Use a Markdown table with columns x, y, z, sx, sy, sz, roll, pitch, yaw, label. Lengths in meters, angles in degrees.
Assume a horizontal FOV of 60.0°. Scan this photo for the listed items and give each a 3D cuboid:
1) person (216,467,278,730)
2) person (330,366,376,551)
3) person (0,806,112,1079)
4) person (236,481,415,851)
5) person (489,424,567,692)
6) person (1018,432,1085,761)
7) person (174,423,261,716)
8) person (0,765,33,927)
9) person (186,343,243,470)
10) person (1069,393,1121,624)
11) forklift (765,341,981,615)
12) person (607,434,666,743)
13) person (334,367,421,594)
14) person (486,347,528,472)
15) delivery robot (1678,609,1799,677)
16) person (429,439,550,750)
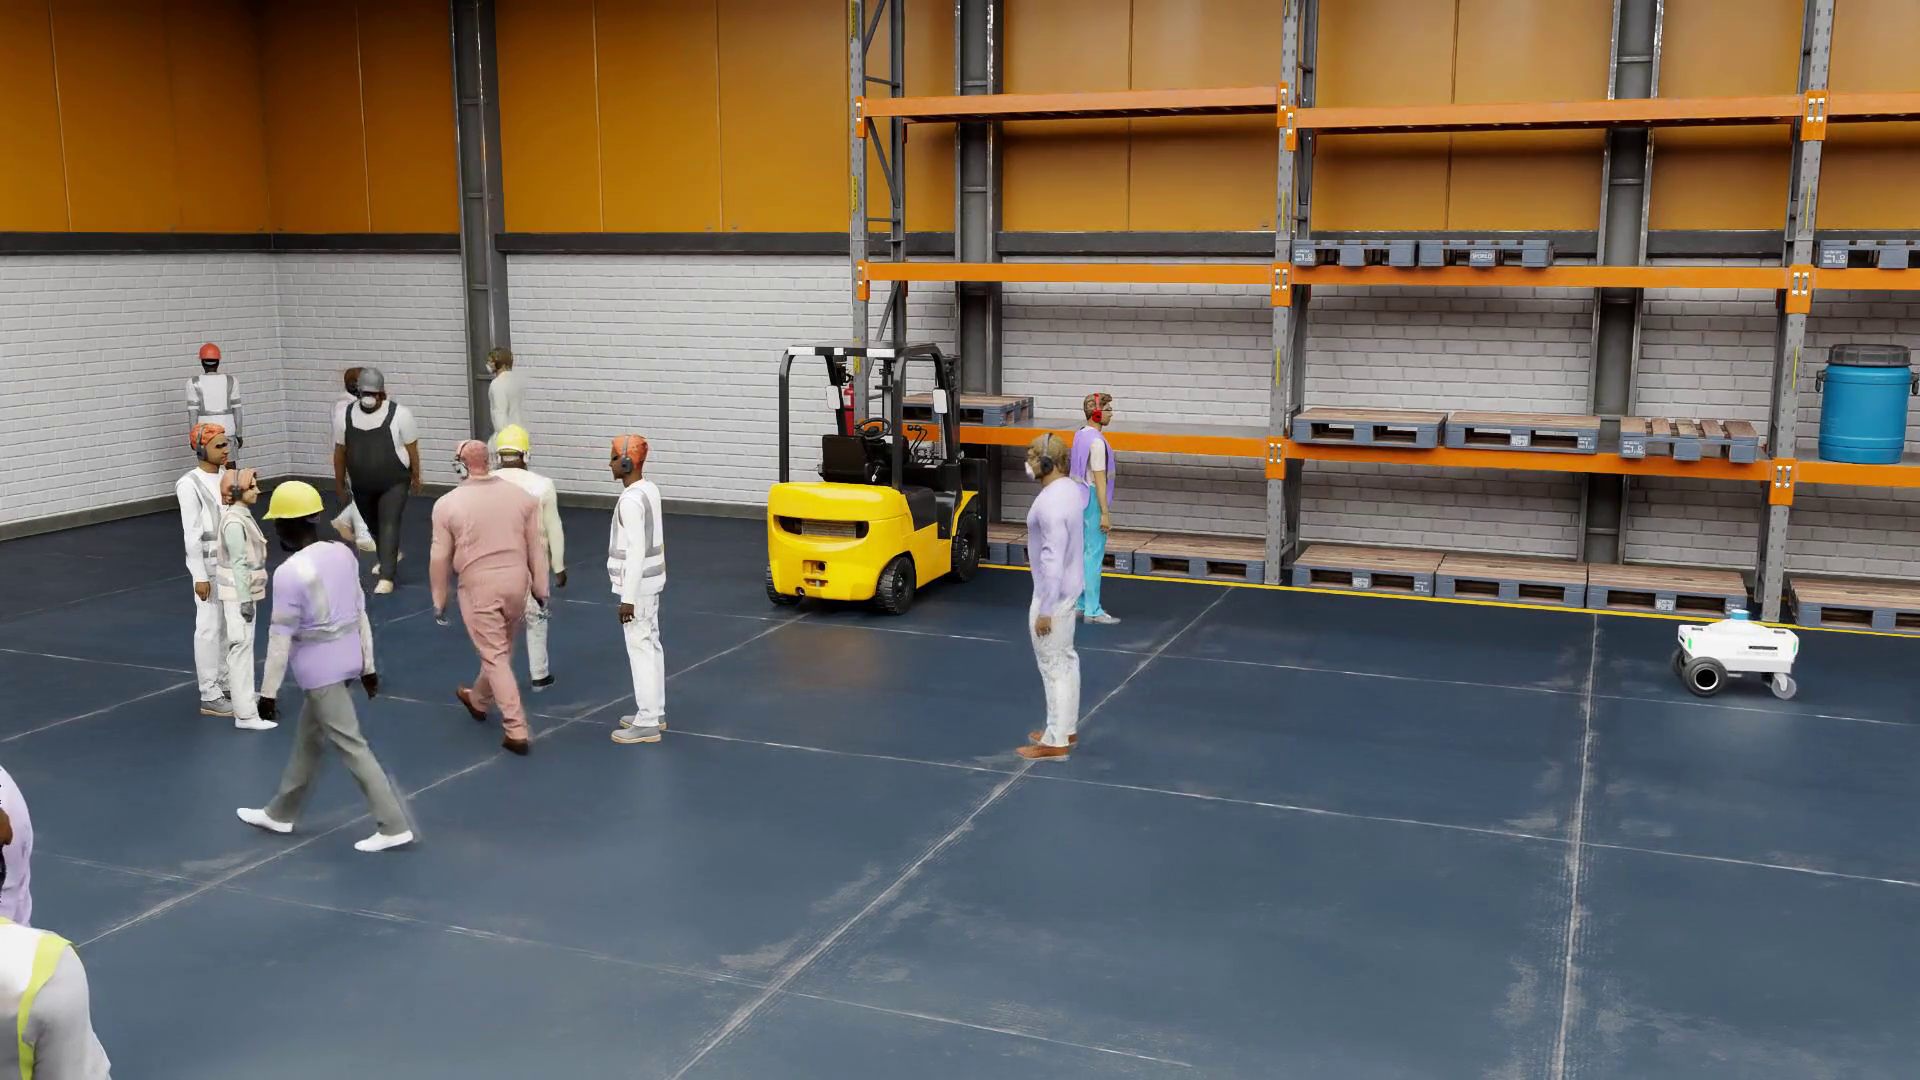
| x | y | z | sx | sy | sz | roll | pitch | yaw | label |
| --- | --- | --- | --- | --- | --- | --- | --- | --- | --- |
| -4.480 | 0.363 | 10.412 | 0.314 | 1.641 | 0.515 | -4 | 11 | -19 | person |
| -5.926 | -0.789 | 16.298 | 0.508 | 1.829 | 0.652 | 0 | 10 | -1 | person |
| -2.190 | 1.459 | 3.750 | 0.636 | 1.840 | 0.429 | 0 | 10 | 1 | person |
| -3.205 | 0.635 | 8.281 | 1.031 | 1.865 | 0.595 | 1 | 10 | 7 | person |
| -2.954 | 0.136 | 11.161 | 0.612 | 1.829 | 0.411 | 1 | 10 | 4 | person |
| 0.552 | 0.330 | 9.768 | 0.354 | 1.937 | 0.637 | 2 | 10 | 13 | person |
| -4.788 | 0.185 | 10.733 | 0.355 | 1.882 | 0.576 | 0 | 10 | 2 | person |
| -2.812 | 1.268 | 4.655 | 0.640 | 1.902 | 0.402 | 10 | 14 | 43 | person |
| -8.134 | -1.179 | 18.174 | 0.548 | 1.936 | 0.378 | -7 | 12 | -32 | person |
| 1.054 | -0.251 | 13.271 | 0.389 | 1.843 | 0.567 | -2 | 10 | -13 | person |
| -0.739 | -0.602 | 14.246 | 1.214 | 2.155 | 2.313 | 4 | 11 | 21 | forklift |
| -1.969 | 0.292 | 10.127 | 0.342 | 1.882 | 0.587 | 0 | 10 | 1 | person |
| -5.135 | -0.612 | 14.731 | 0.713 | 2.000 | 1.074 | 0 | 10 | 3 | person |
| -4.955 | -1.097 | 17.768 | 0.758 | 1.914 | 0.662 | 1 | 10 | 6 | person |
| 5.243 | 0.712 | 11.216 | 0.707 | 0.478 | 0.477 | 2 | 10 | 12 | delivery robot |
| -2.898 | 0.310 | 10.139 | 0.659 | 1.837 | 1.075 | -9 | 14 | -42 | person |
